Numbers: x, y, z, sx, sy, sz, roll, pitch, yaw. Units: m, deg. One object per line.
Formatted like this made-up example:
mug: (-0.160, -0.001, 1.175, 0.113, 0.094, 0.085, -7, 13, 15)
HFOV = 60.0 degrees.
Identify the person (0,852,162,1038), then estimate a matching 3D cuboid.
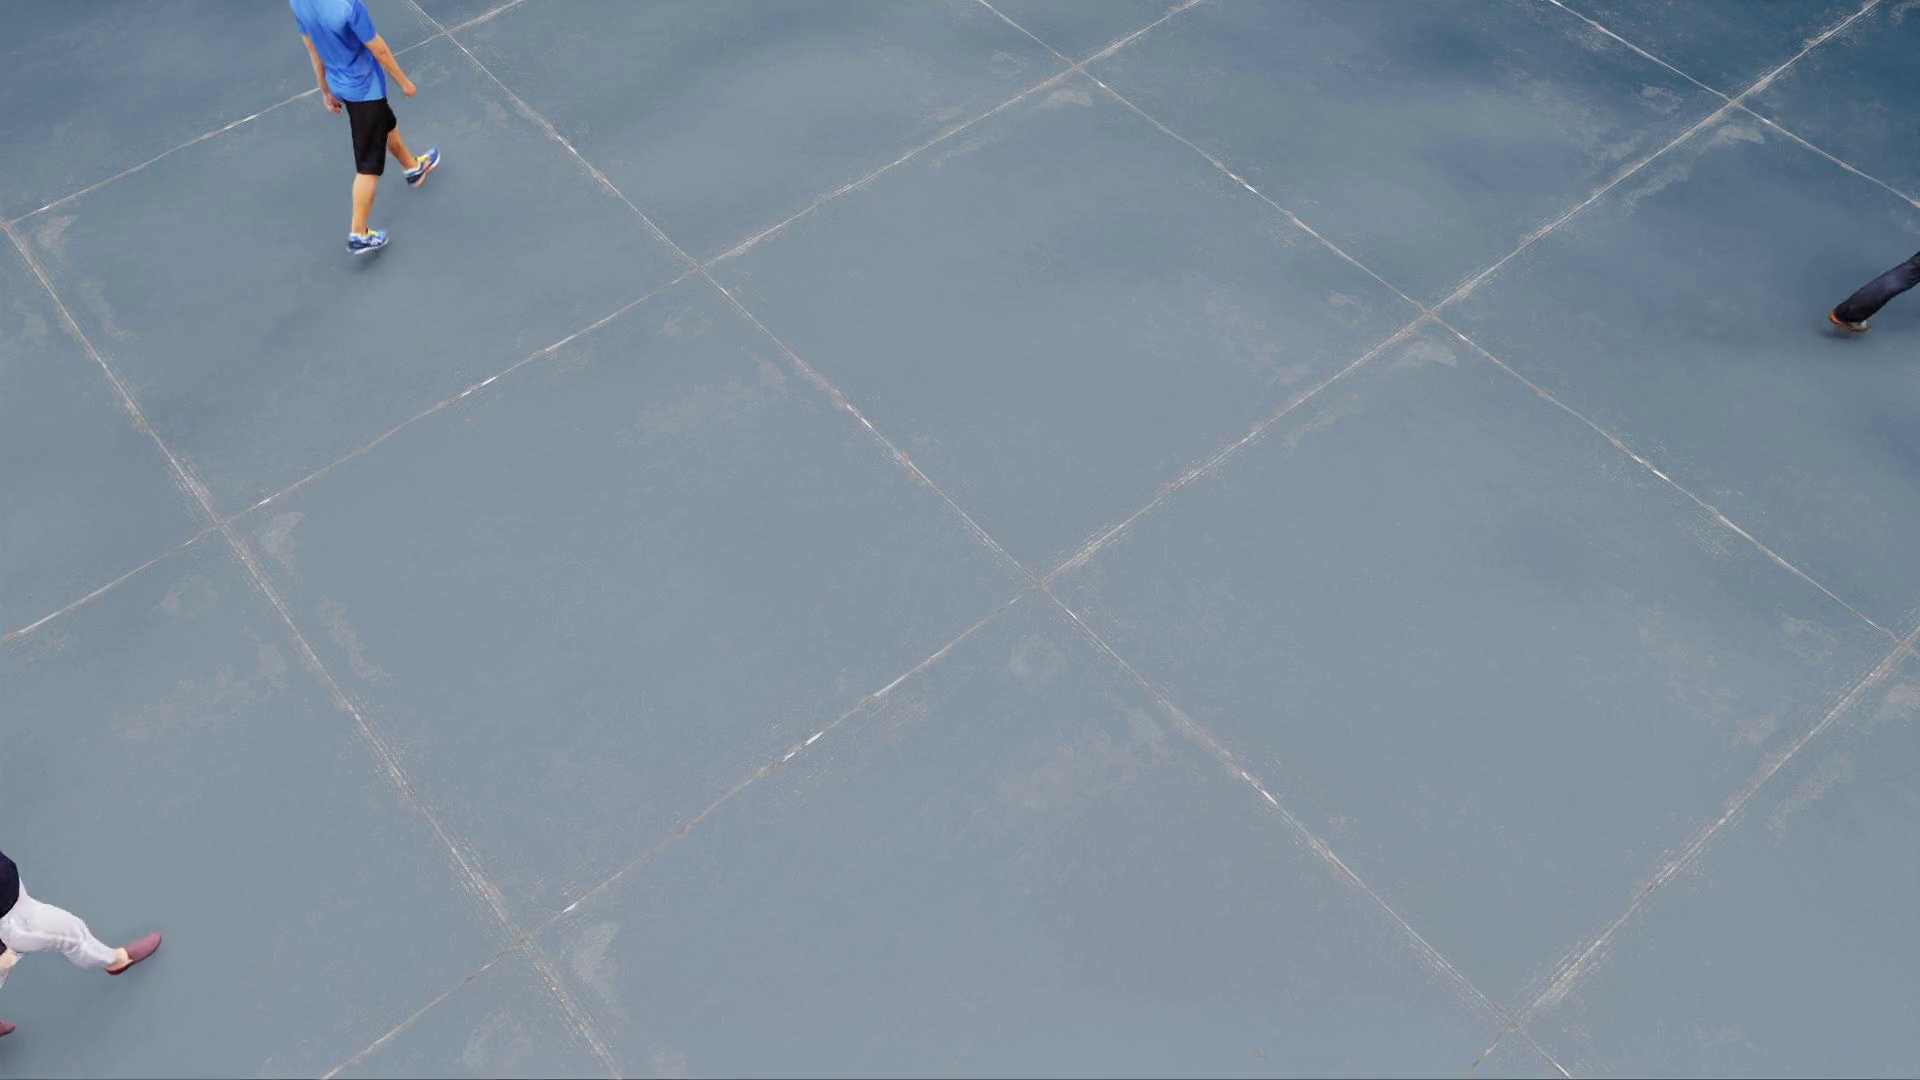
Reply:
person: (-3.751, 1.477, 6.397, 0.642, 1.583, 1.032, 38, 61, 25)

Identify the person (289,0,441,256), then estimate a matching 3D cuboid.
person: (-3.400, -2.440, 9.278, 0.966, 1.825, 1.314, 21, 55, 16)
